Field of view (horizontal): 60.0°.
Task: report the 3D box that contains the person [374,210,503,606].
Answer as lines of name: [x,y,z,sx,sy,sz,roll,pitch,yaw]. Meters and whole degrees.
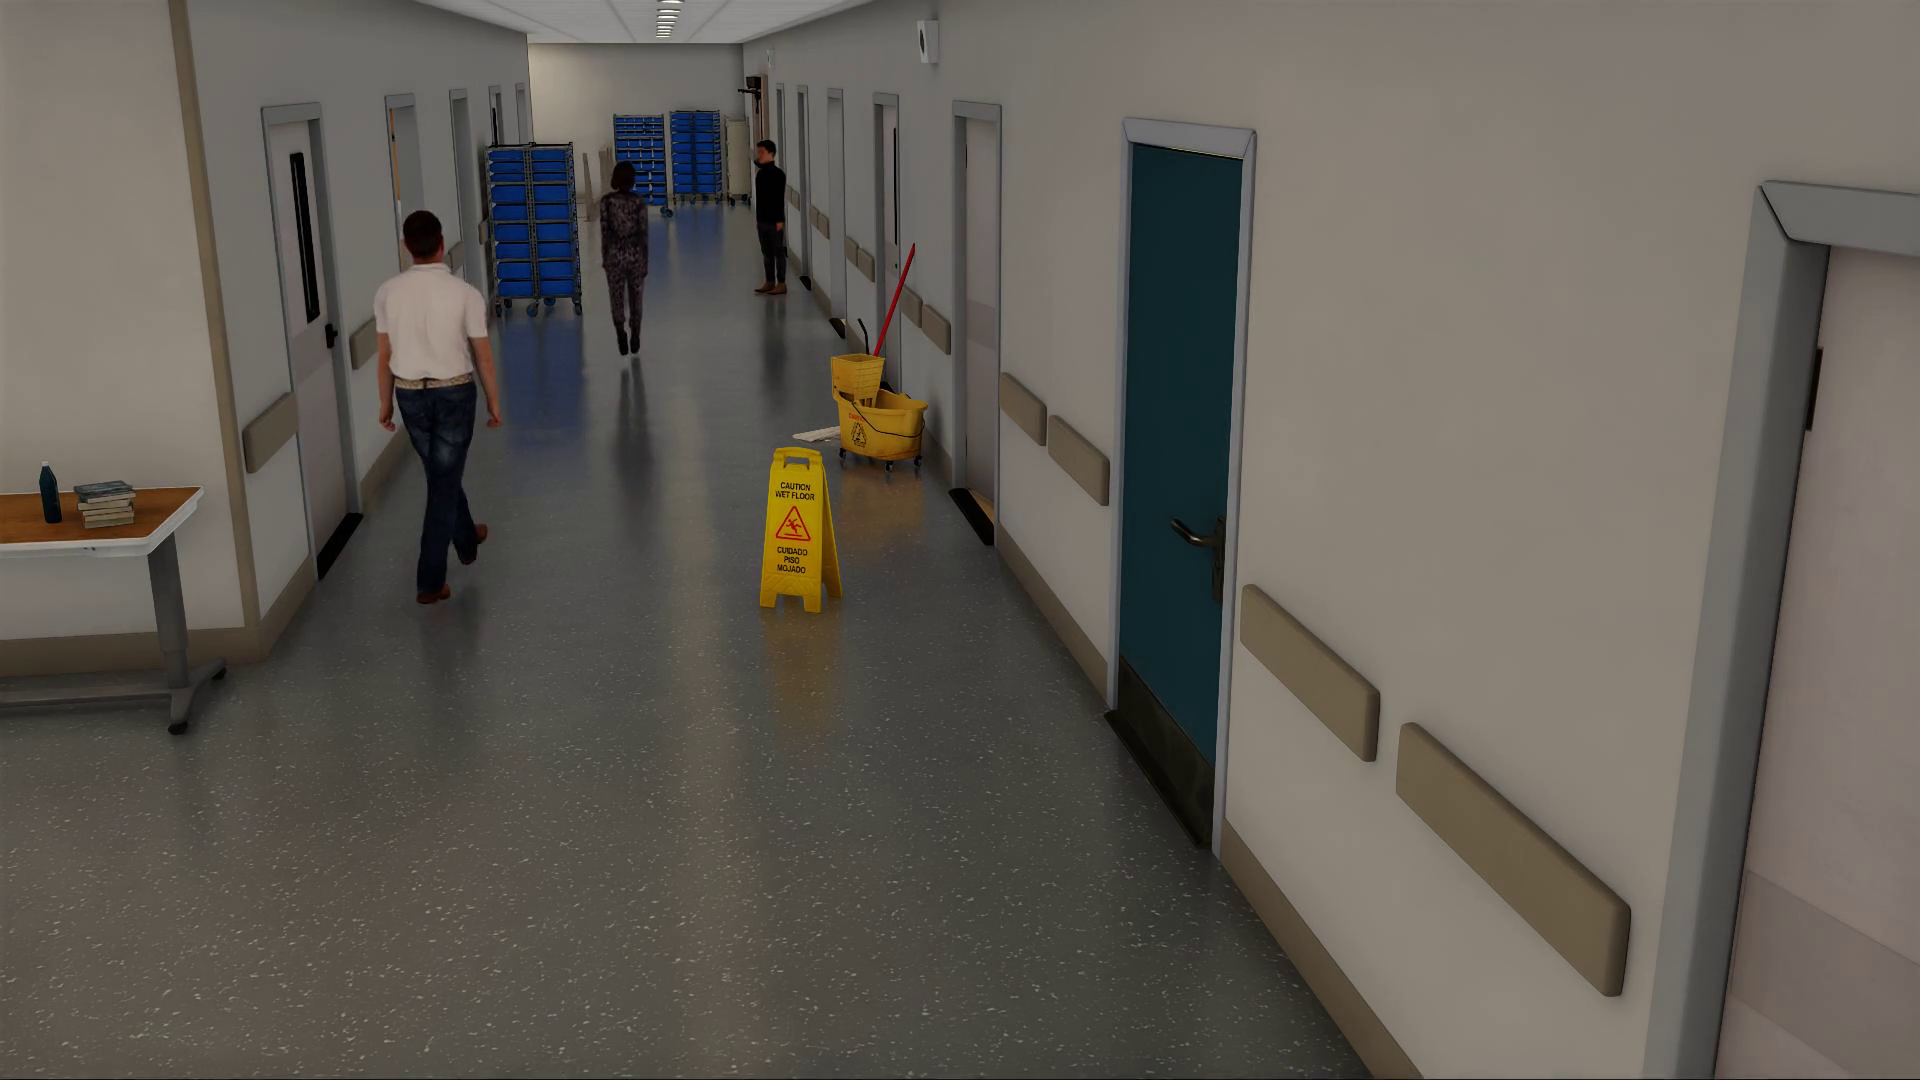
person: [-2.488,-0.583,7.828,0.857,1.805,1.303,0,16,2]

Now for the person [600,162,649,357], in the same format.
person: [-2.943,-2.429,14.579,0.568,1.695,1.044,-3,16,-9]

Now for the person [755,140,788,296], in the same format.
person: [-2.155,-3.685,18.983,0.782,1.722,0.660,-13,20,-39]
